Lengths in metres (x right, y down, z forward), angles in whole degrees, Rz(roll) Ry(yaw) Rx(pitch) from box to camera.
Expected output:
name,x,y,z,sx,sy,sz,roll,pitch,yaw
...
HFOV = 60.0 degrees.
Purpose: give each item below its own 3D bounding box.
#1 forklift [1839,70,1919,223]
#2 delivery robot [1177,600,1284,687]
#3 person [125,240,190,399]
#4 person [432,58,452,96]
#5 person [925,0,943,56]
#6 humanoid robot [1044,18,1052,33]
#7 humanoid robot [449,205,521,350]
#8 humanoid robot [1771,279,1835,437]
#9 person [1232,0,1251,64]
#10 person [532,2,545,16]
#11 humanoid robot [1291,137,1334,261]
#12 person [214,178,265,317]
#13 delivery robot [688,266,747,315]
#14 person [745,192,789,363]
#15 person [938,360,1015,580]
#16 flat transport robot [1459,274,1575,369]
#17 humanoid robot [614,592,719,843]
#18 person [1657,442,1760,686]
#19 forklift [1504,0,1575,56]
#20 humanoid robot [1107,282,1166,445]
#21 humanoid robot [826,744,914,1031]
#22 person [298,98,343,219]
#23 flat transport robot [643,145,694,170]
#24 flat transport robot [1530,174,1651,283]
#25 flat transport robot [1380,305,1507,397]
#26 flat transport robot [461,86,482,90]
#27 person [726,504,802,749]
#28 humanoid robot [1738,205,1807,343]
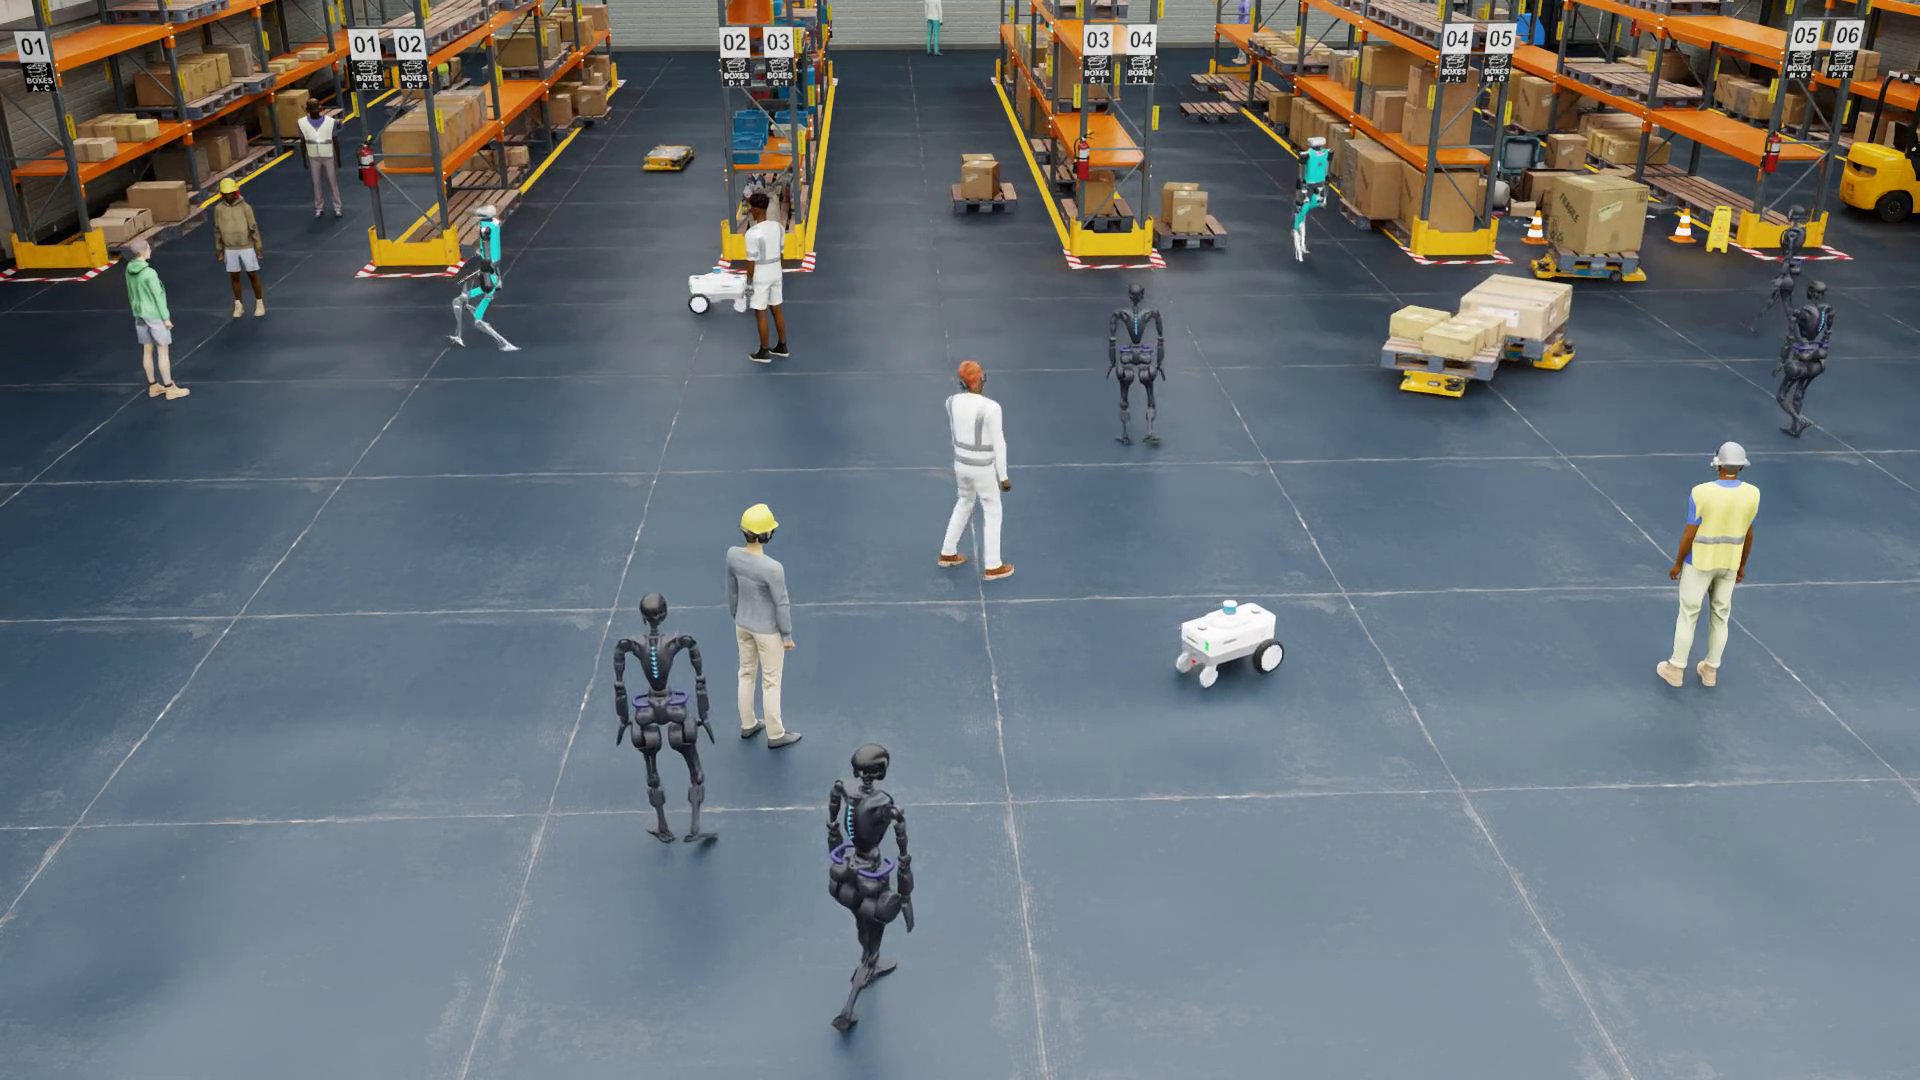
name,x,y,z,sx,sy,sz,roll,pitch,yaw
forklift,15.132,-6.143,25.915,2.313,2.155,1.214,-1,24,-2
delivery robot,2.025,0.744,12.472,0.811,0.613,0.499,-14,28,-29
person,-8.764,-2.386,18.020,0.475,1.742,0.320,11,26,24
person,-10.826,-9.728,34.600,0.547,1.670,0.484,-4,24,-10
person,-0.651,-13.296,42.518,0.530,1.758,0.335,19,30,36
humanoid robot,2.328,-12.976,41.665,0.735,1.672,0.533,5,24,10
humanoid robot,-5.776,-3.046,19.561,1.003,1.779,0.530,0,24,-1
humanoid robot,8.597,-1.820,16.829,0.584,1.637,0.463,-8,25,-17
person,7.034,-12.734,41.205,0.397,1.797,0.587,-1,24,-2
person,-10.419,-12.672,40.987,0.531,1.861,0.386,1,24,2
humanoid robot,4.884,-4.846,23.610,0.556,1.825,0.731,-9,26,-19
person,-9.066,-3.688,20.932,0.551,1.756,0.412,-3,24,-6
delivery robot,-3.127,-3.201,21.328,0.808,0.607,0.499,-2,24,-4
person,-2.256,-3.038,19.231,0.366,1.956,0.602,16,29,32
person,0.130,-0.573,13.817,0.414,1.852,0.648,-21,31,-39
flat transport robot,6.444,-2.282,19.600,1.431,0.231,0.659,15,28,30
humanoid robot,-1.825,1.125,10.225,0.612,1.645,0.471,-2,24,-5
person,5.443,0.194,12.044,0.523,1.894,0.401,1,24,2
forklift,14.700,-13.805,42.301,1.873,2.768,1.129,-1,24,-2
humanoid robot,1.777,-1.760,16.704,0.601,1.647,0.410,4,24,8
humanoid robot,-0.505,1.793,8.768,0.600,1.628,0.685,17,29,34
person,-9.944,-5.949,25.906,0.568,1.840,0.373,-7,25,-14
flat transport robot,-5.235,-6.871,29.911,0.659,0.231,1.431,1,24,1
flat transport robot,8.651,-3.754,22.907,1.431,0.231,0.659,4,24,9
flat transport robot,5.441,-1.941,18.834,0.659,0.231,1.431,10,26,21
flat transport robot,-10.560,-9.681,36.226,0.659,0.231,1.431,-1,24,-2
person,-1.346,0.582,11.322,0.531,1.767,0.309,17,29,33
humanoid robot,9.888,-3.204,19.994,0.763,1.629,0.599,12,27,25
